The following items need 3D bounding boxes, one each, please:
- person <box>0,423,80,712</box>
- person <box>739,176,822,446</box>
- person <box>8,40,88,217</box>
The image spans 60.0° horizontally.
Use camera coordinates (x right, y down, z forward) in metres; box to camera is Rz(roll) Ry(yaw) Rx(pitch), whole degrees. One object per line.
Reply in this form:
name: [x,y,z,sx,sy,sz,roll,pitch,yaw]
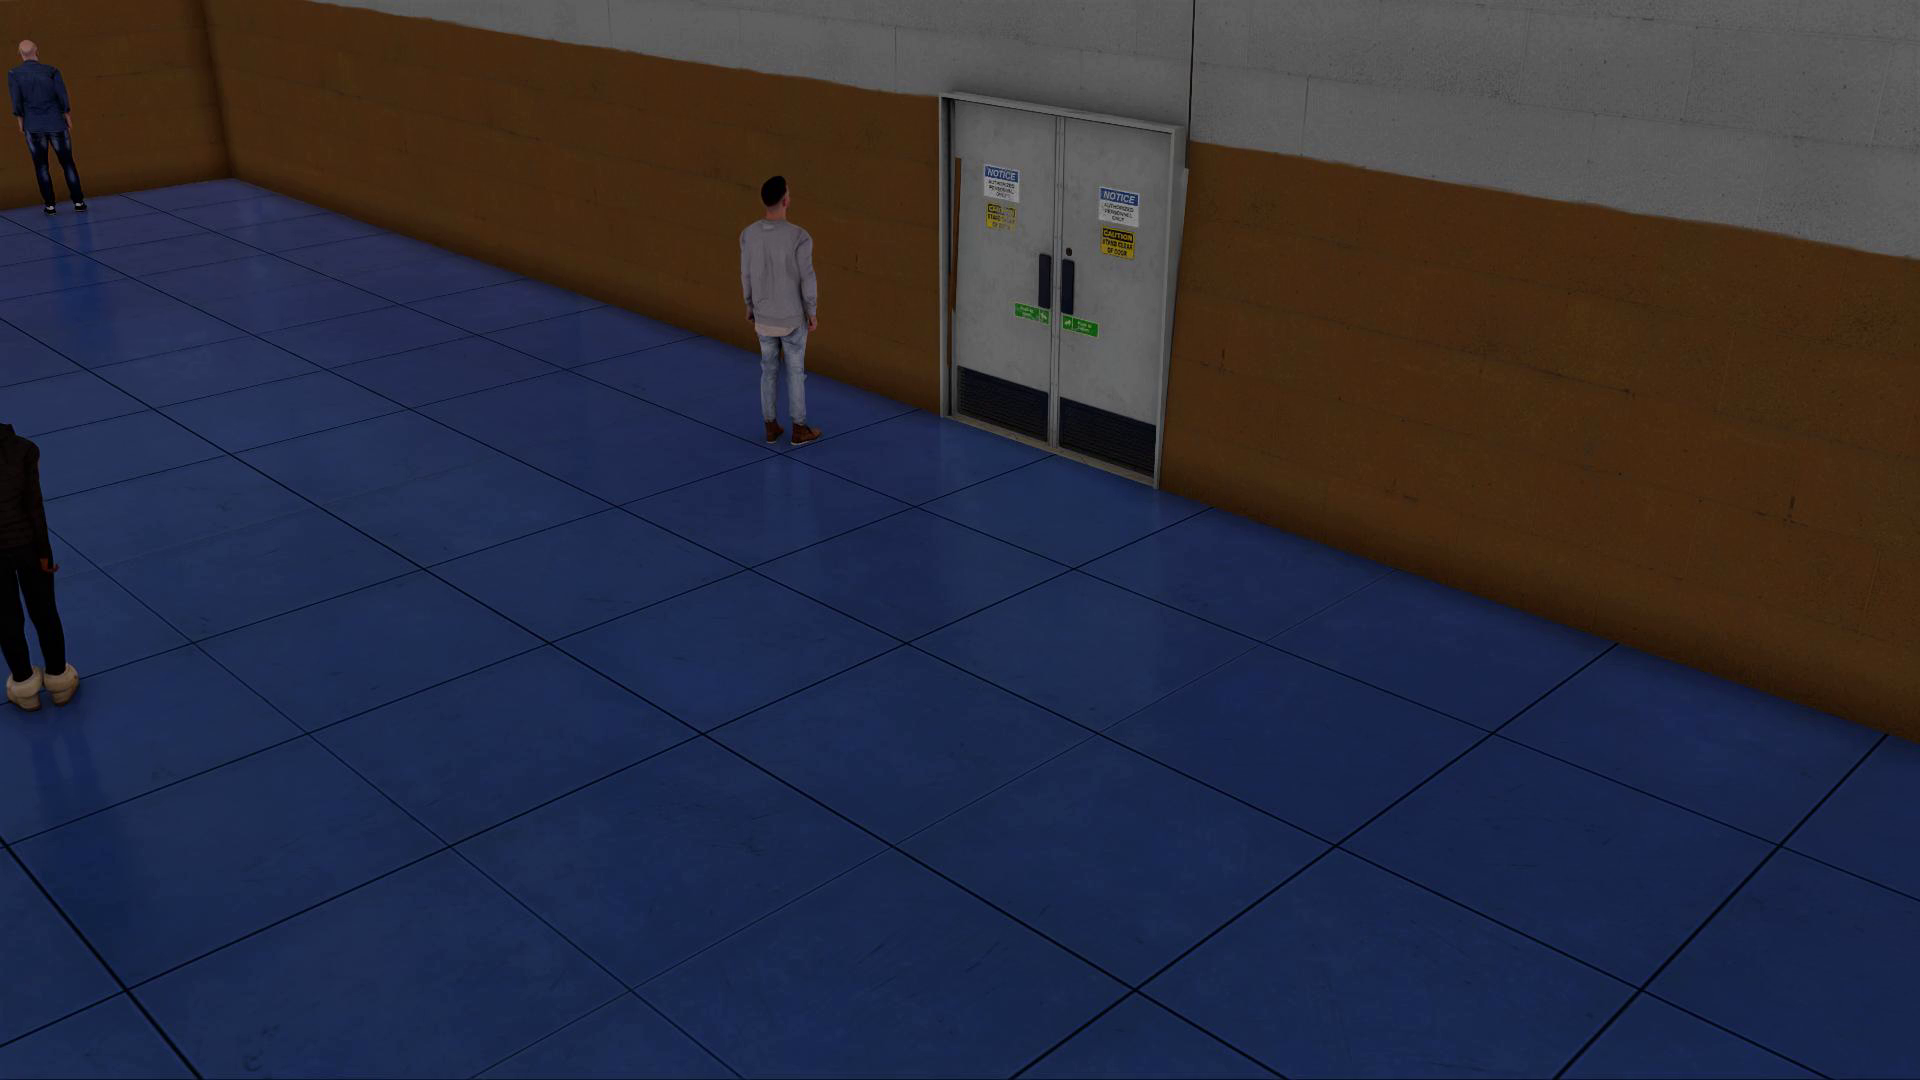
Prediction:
person: [-4.475,0.051,7.840,0.666,1.660,0.596,9,25,19]
person: [-1.217,-1.550,11.275,0.760,1.839,0.725,8,25,17]
person: [-9.826,-4.429,17.873,0.635,1.824,0.838,-13,27,-26]
